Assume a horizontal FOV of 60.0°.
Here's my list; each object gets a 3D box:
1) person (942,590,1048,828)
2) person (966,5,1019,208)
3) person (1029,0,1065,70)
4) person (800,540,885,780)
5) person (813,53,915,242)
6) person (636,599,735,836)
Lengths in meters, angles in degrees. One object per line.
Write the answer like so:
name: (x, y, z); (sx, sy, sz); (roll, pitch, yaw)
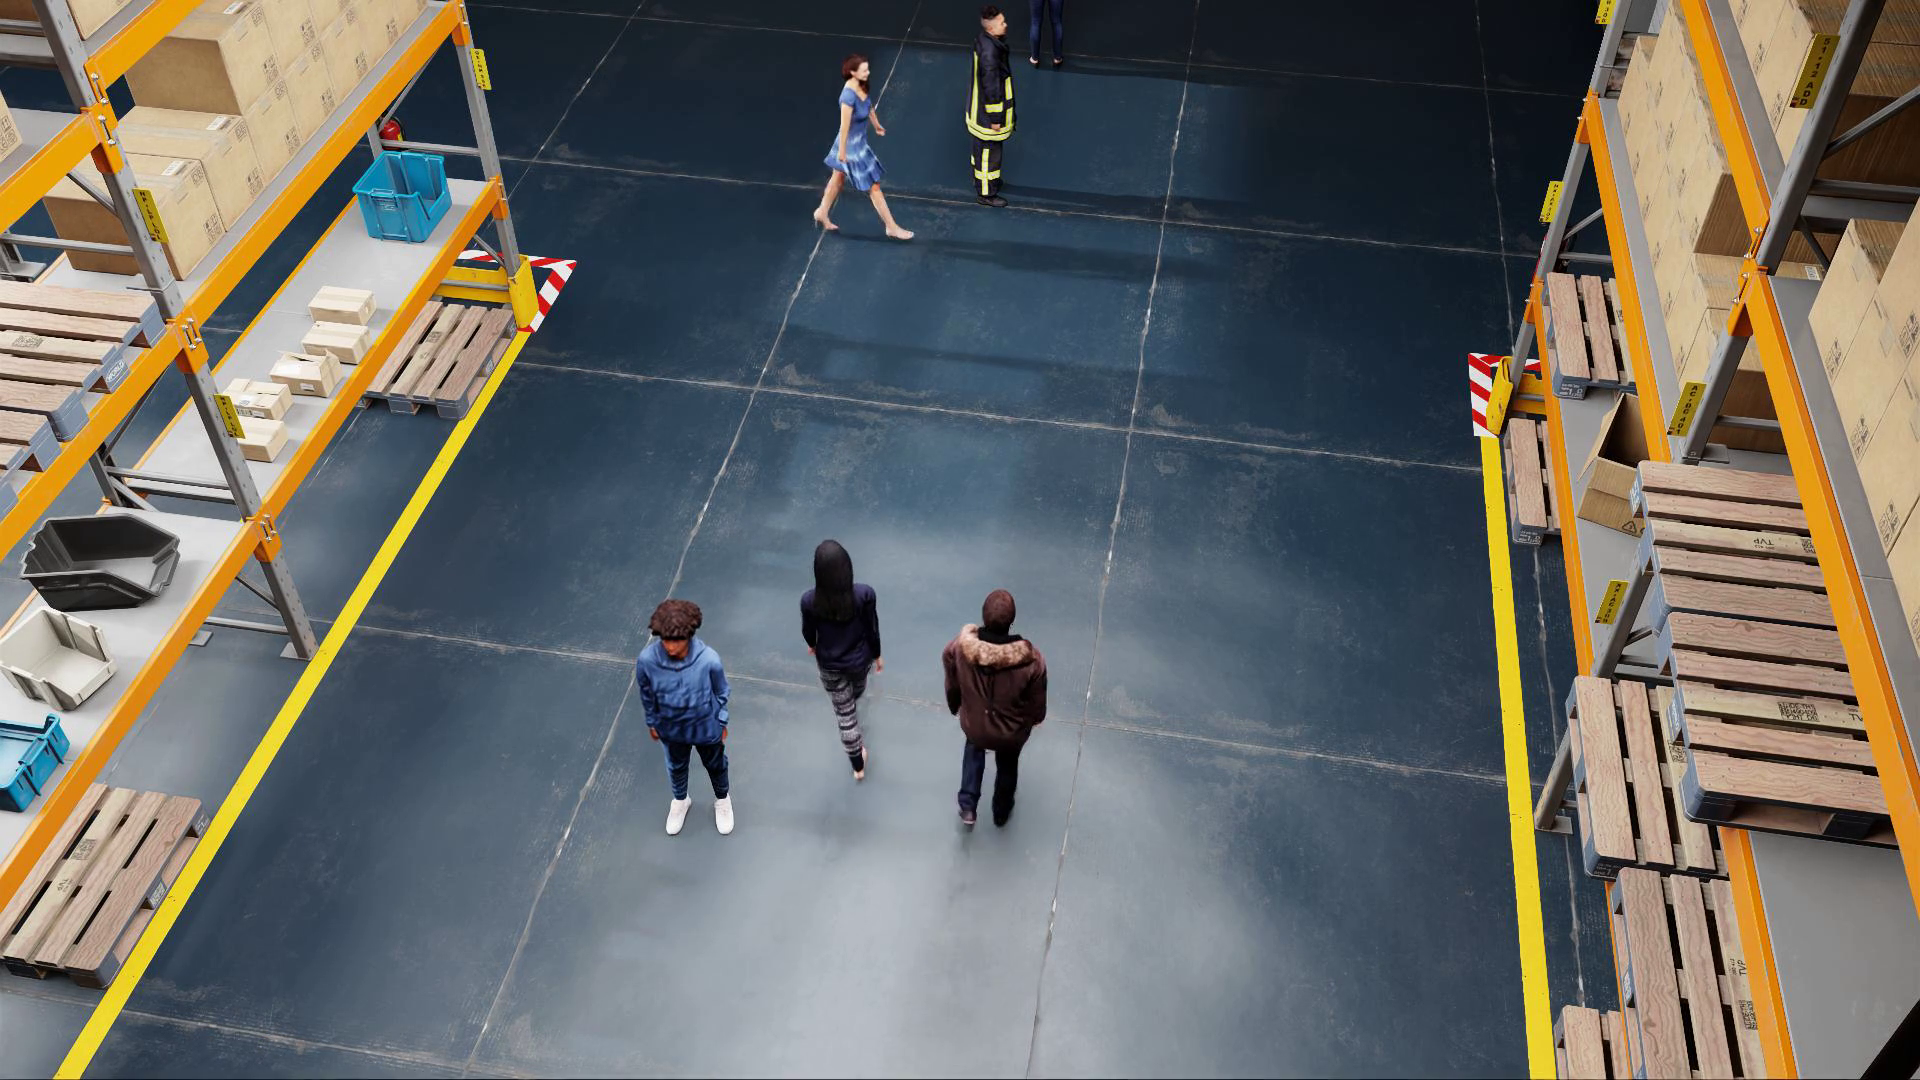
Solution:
person: (0.188, 1.071, 9.572); (0.782, 1.835, 0.739); (11, 45, 11)
person: (0.266, -3.889, 14.761); (0.884, 1.862, 0.720); (-3, 44, -3)
person: (0.867, -5.546, 16.602); (0.617, 1.721, 0.551); (1, 44, 1)
person: (-0.693, 0.771, 9.997); (0.862, 1.686, 1.150); (-5, 44, -5)
person: (-0.986, -3.338, 14.263); (0.774, 1.750, 1.100); (2, 44, 3)
person: (-1.573, 1.025, 9.639); (0.709, 1.811, 0.635); (0, 44, 0)
